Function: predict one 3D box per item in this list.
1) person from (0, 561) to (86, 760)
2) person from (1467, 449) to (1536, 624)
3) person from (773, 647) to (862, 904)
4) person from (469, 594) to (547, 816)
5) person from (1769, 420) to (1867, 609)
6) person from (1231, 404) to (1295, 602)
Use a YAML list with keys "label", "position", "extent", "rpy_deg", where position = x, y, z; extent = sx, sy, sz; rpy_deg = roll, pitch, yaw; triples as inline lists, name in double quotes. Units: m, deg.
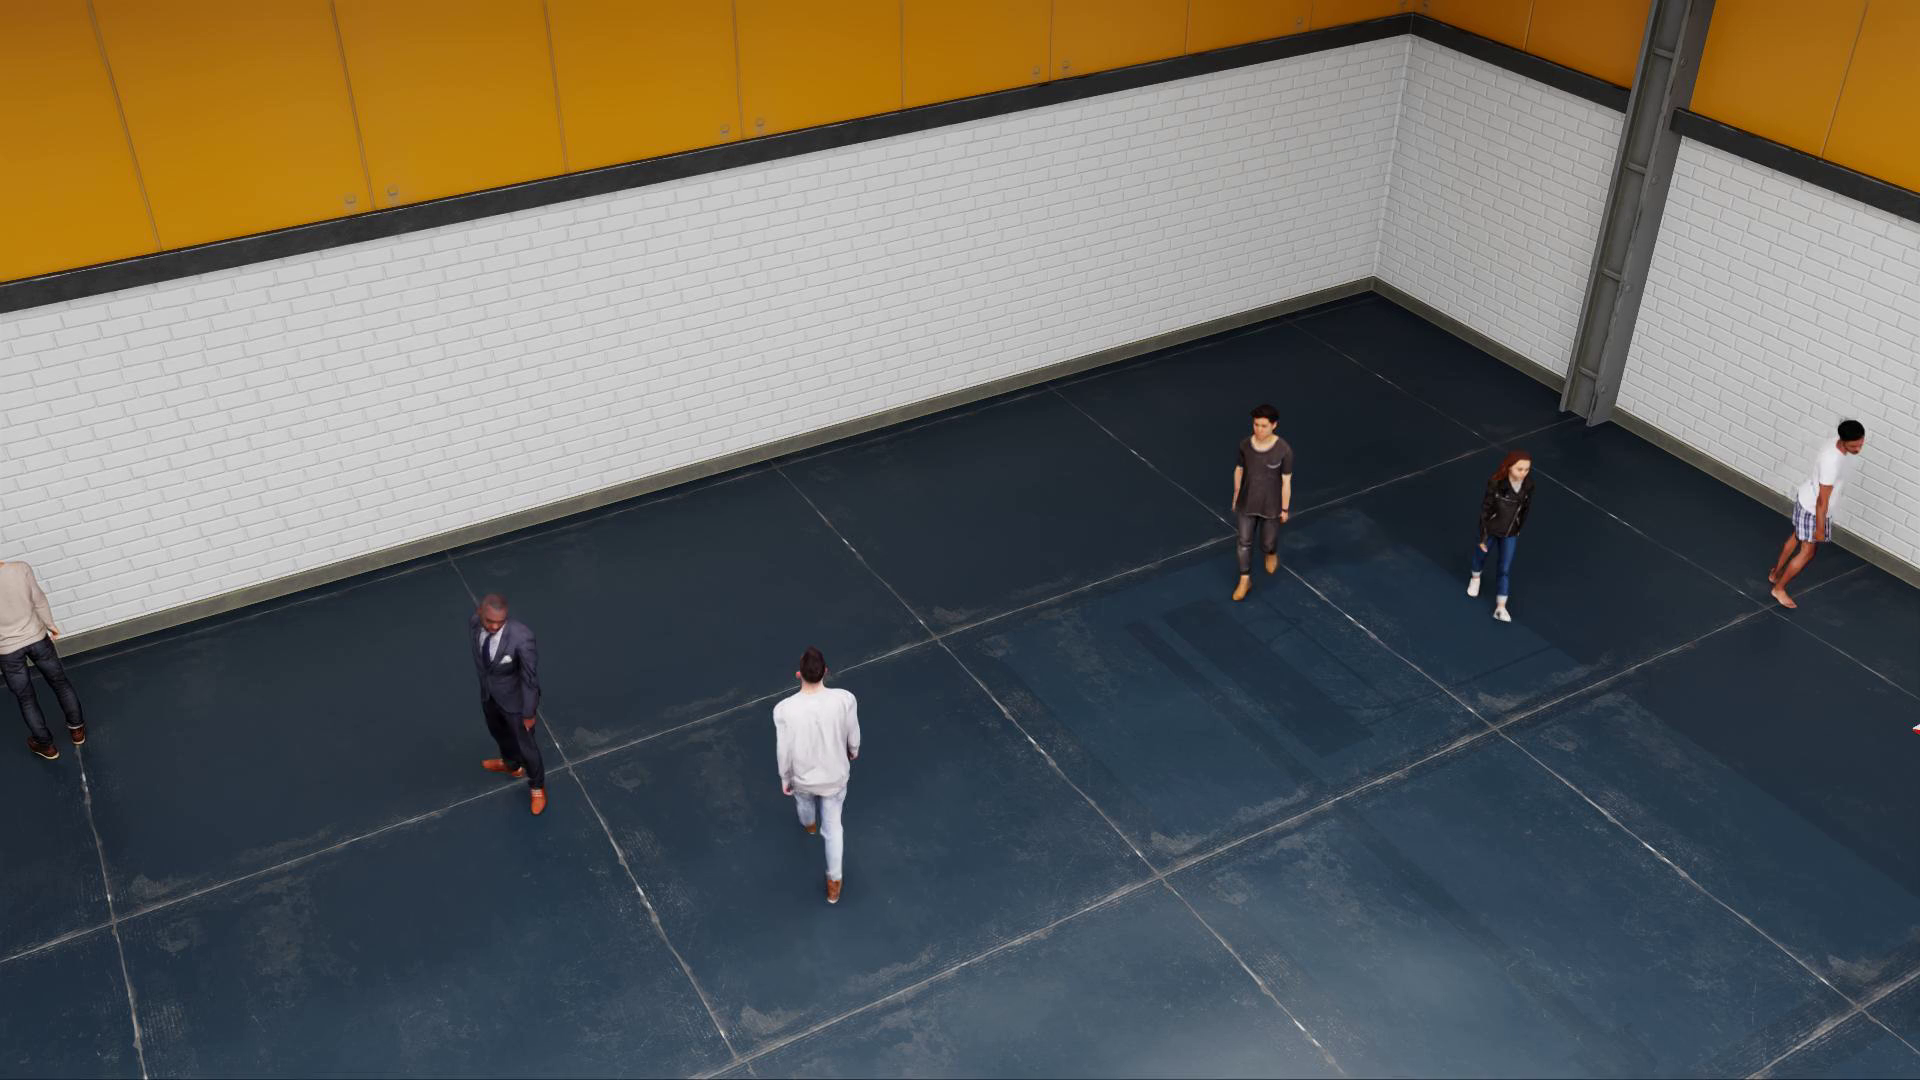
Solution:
- label: "person"
  position: [-6.488, 0.705, 11.479]
  extent: [0.668, 1.866, 0.728]
  rpy_deg: [27, 42, 35]
- label: "person"
  position: [4.223, -0.125, 13.115]
  extent: [0.878, 1.438, 1.026]
  rpy_deg: [2, 34, 4]
- label: "person"
  position: [-0.855, 1.493, 10.355]
  extent: [0.953, 1.798, 1.212]
  rpy_deg: [-5, 34, -7]
- label: "person"
  position: [-3.017, 1.013, 11.086]
  extent: [0.801, 1.789, 1.031]
  rpy_deg: [27, 42, 35]
- label: "person"
  position: [6.717, -0.285, 13.126]
  extent: [0.834, 1.693, 0.865]
  rpy_deg: [8, 35, 12]
- label: "person"
  position: [2.412, -0.340, 13.202]
  extent: [0.940, 1.700, 0.953]
  rpy_deg: [15, 37, 22]
